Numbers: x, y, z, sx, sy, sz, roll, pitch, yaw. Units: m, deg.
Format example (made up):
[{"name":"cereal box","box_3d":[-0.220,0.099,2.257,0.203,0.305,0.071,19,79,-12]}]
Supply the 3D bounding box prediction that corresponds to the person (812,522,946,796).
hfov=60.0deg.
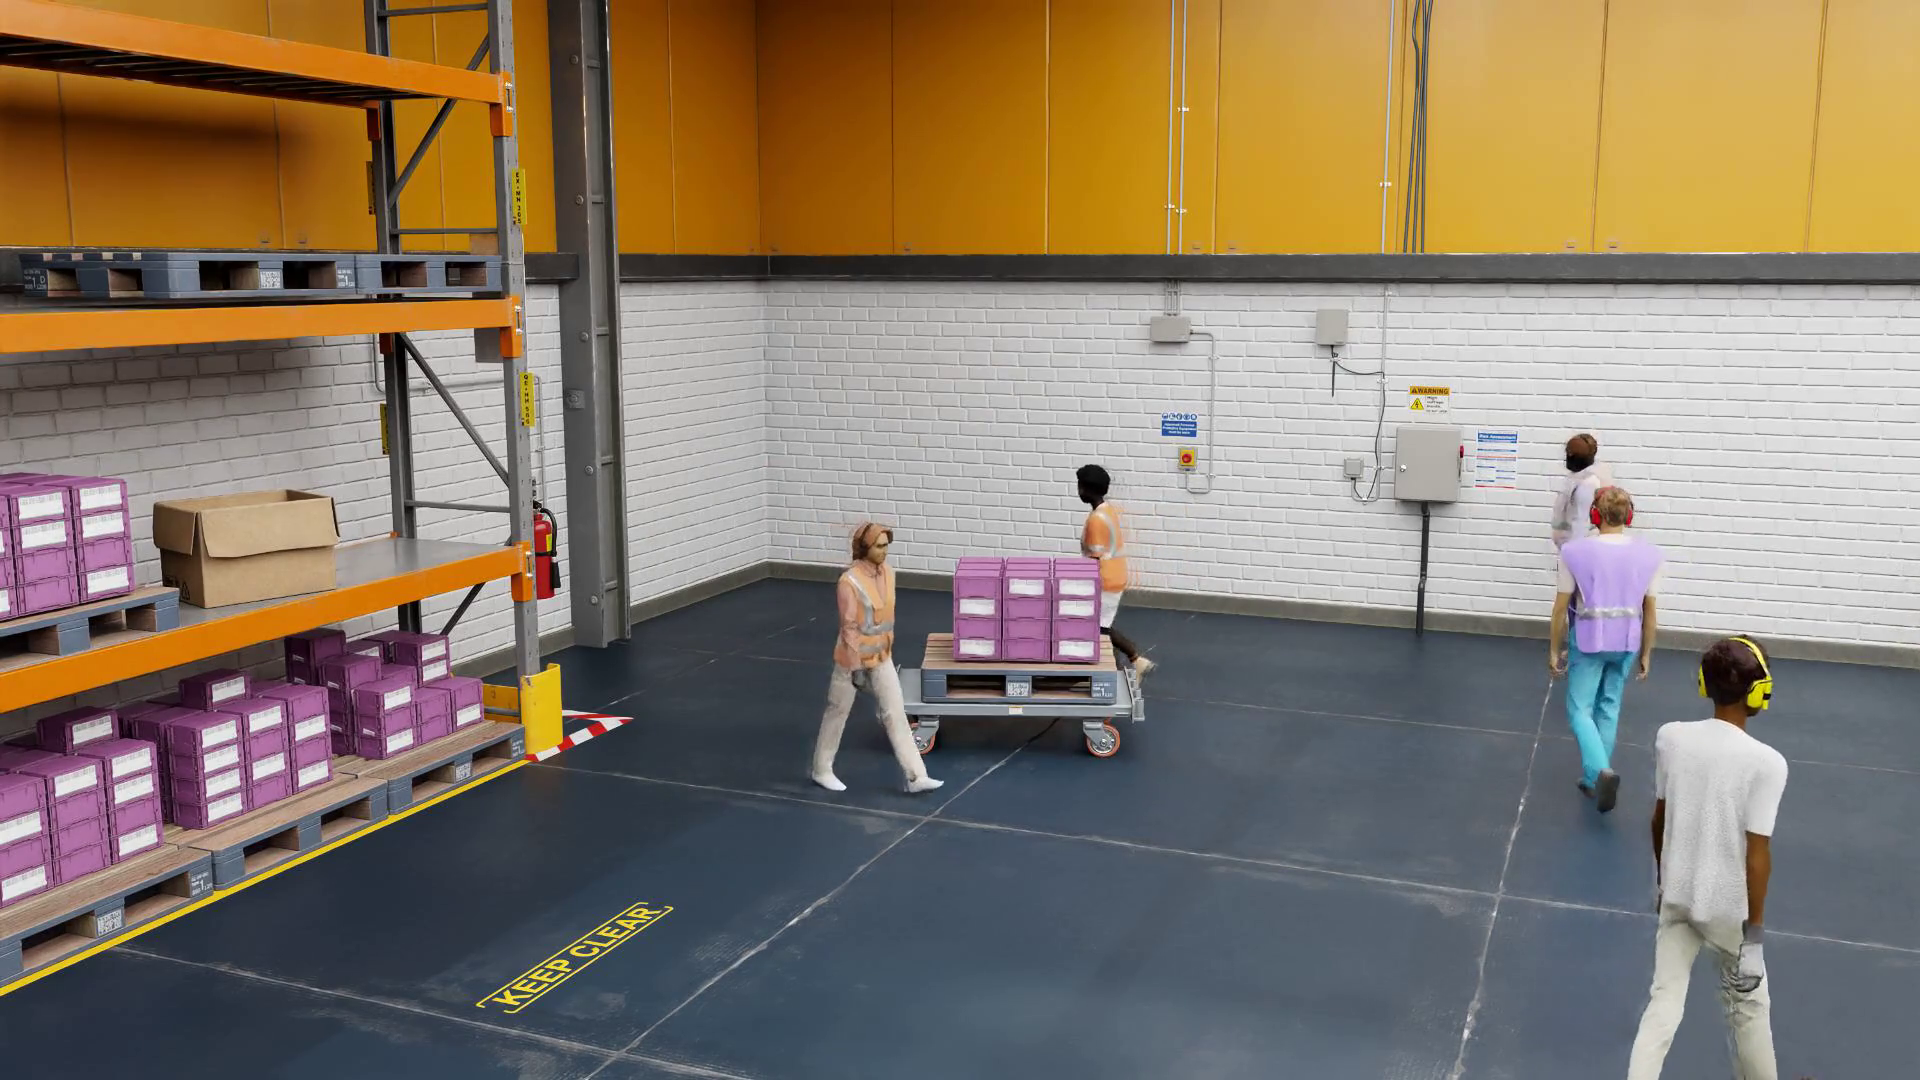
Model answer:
[{"name":"person","box_3d":[-0.507,0.690,9.460,0.874,1.586,0.552,6,11,34]}]

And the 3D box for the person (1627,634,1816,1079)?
[{"name":"person","box_3d":[2.563,1.218,5.591,0.966,1.808,0.549,-6,11,-31]}]

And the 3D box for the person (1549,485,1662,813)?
[{"name":"person","box_3d":[3.591,0.610,9.251,0.575,1.824,0.712,0,9,1]}]

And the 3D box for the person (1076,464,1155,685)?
[{"name":"person","box_3d":[1.041,0.307,11.512,0.487,1.676,0.542,2,10,12]}]

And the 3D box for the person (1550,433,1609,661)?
[{"name":"person","box_3d":[4.647,0.090,12.481,0.432,1.808,0.688,4,10,24]}]
